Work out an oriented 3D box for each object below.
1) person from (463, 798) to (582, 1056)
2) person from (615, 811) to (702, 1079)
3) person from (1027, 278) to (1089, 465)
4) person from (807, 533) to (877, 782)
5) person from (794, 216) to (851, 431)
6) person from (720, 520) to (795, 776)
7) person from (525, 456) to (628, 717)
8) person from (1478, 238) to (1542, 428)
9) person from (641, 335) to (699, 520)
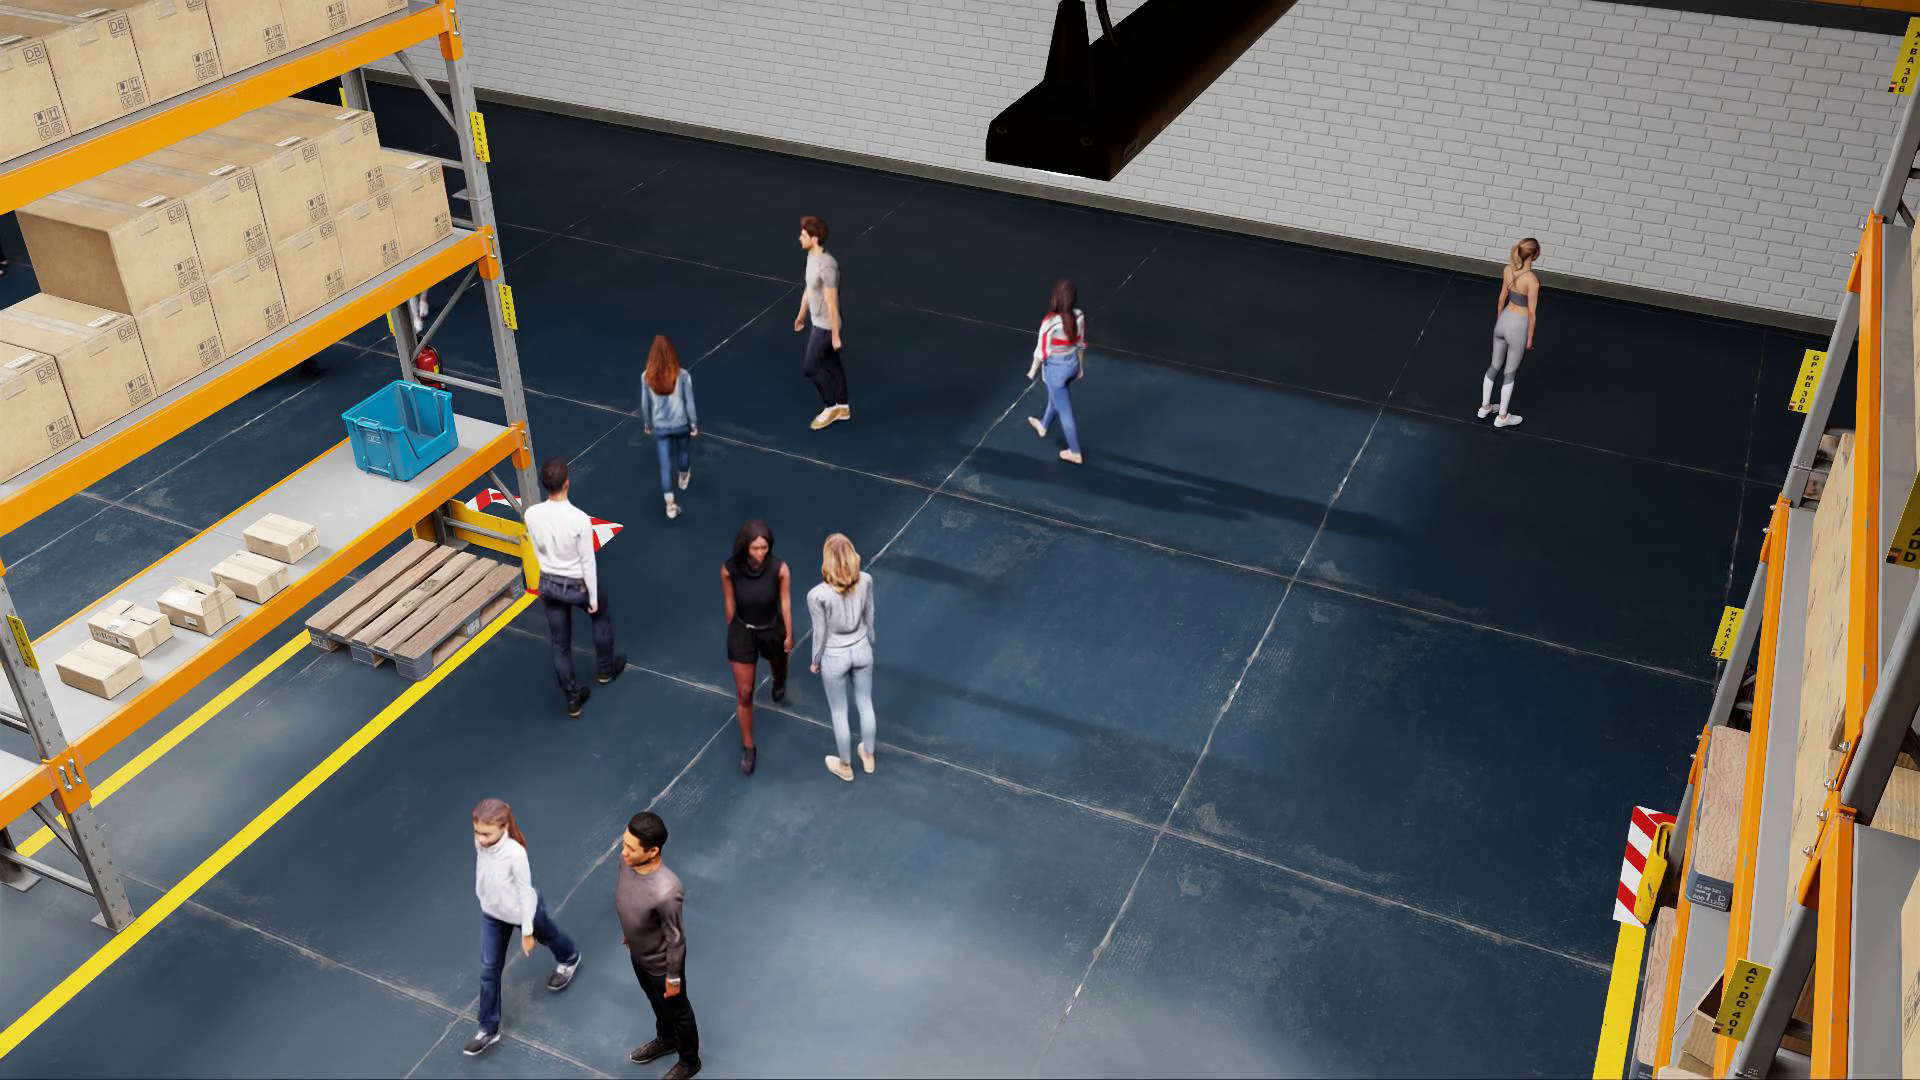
[{"bbox_3d":[-2.295,1.912,8.789,0.533,1.509,1.099,15,36,21],"label":"person"},{"bbox_3d":[-1.510,2.053,8.343,0.714,1.769,0.684,27,42,35],"label":"person"},{"bbox_3d":[0.888,-1.351,13.634,1.008,1.581,0.930,-26,41,-33],"label":"person"},{"bbox_3d":[-0.712,0.728,10.313,0.619,1.795,0.721,-18,38,-25],"label":"person"},{"bbox_3d":[-1.057,-1.847,14.117,0.849,1.872,0.780,-11,35,-17],"label":"person"},{"bbox_3d":[-1.267,0.581,10.614,0.952,1.706,1.184,-1,34,-2],"label":"person"},{"bbox_3d":[-2.585,0.356,10.822,0.770,1.851,0.968,4,34,6],"label":"person"},{"bbox_3d":[4.703,-1.780,14.169,0.702,1.703,0.659,-17,37,-23],"label":"person"},{"bbox_3d":[-2.271,-0.851,13.011,0.893,1.439,1.082,-1,34,-2],"label":"person"}]
